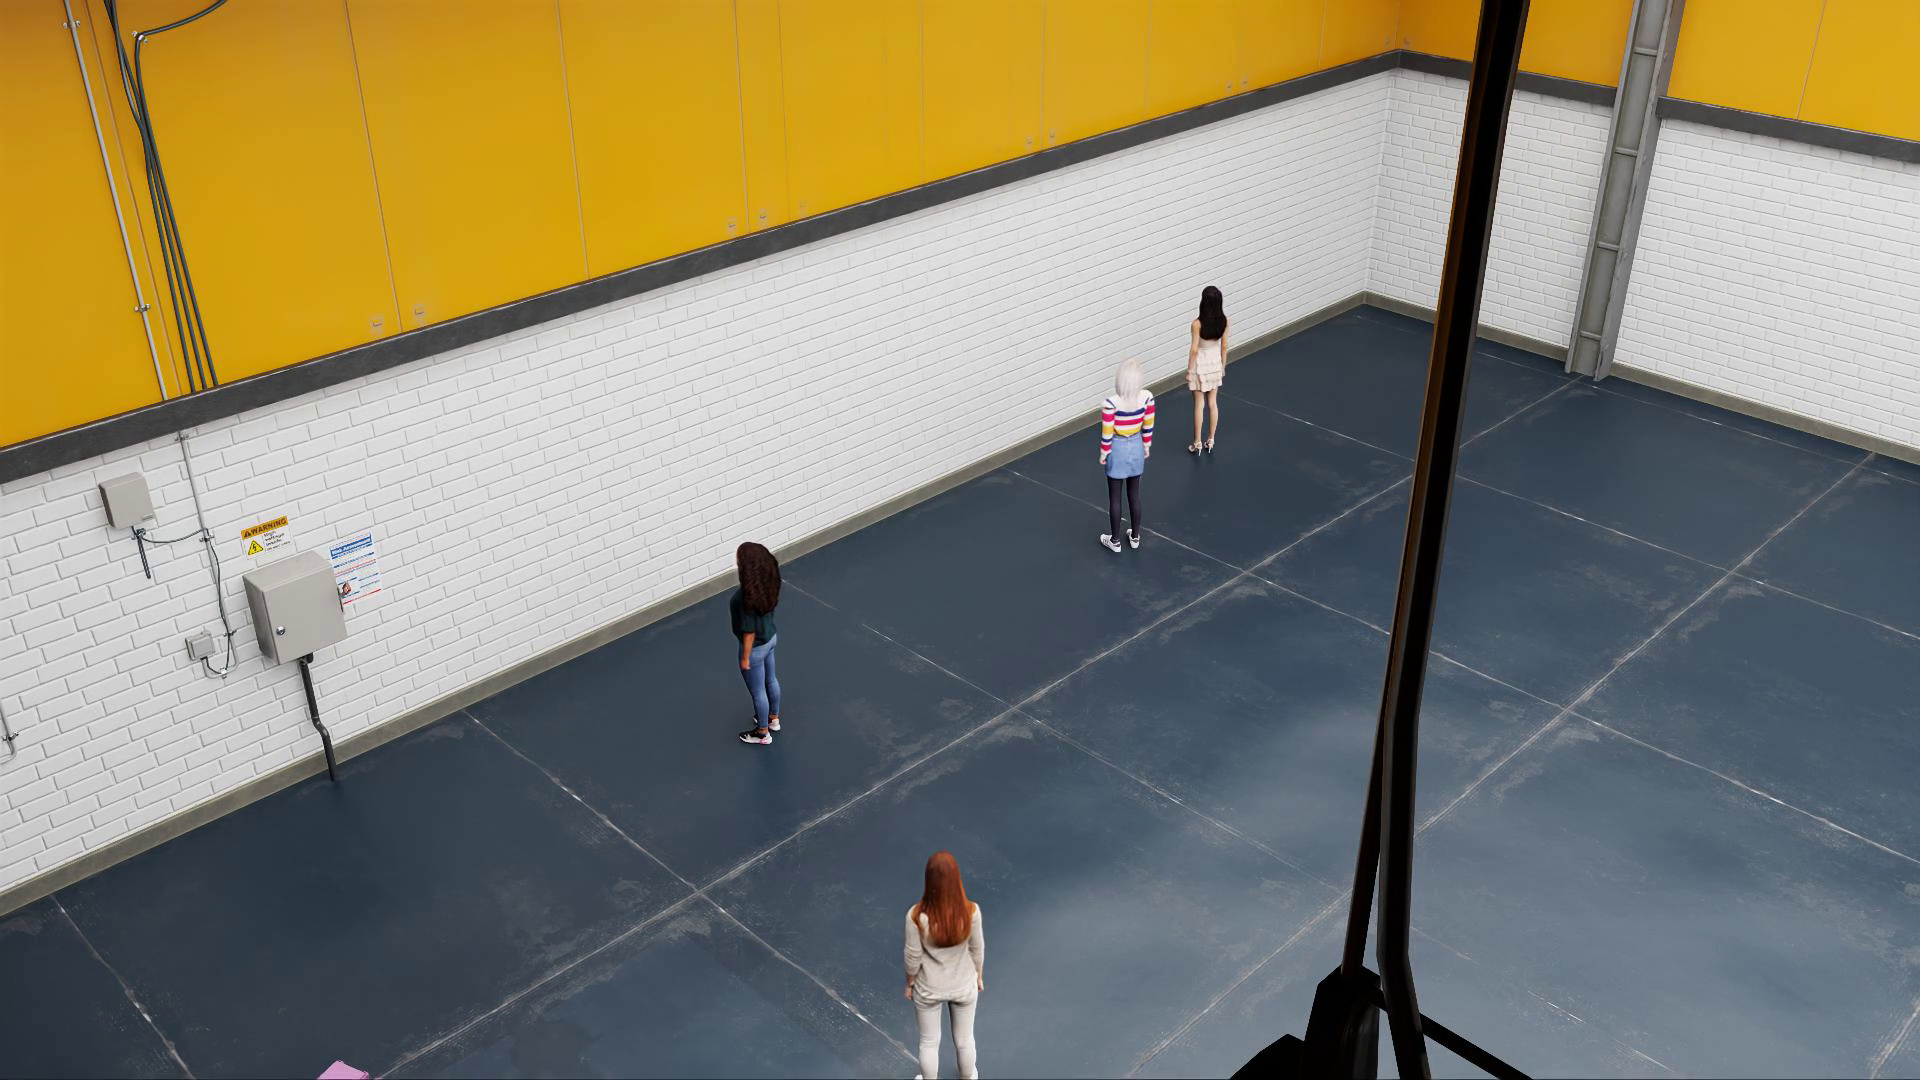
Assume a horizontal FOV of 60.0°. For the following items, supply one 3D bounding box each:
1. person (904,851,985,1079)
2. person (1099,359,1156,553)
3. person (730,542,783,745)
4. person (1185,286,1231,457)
[{"bbox_3d":[-0.079,2.376,8.906,0.687,1.713,0.724,-4,29,-8],"label":"person"},{"bbox_3d":[1.449,-0.748,14.534,0.723,1.809,0.683,-10,30,-18],"label":"person"},{"bbox_3d":[-1.461,0.735,12.014,0.719,1.617,0.694,10,30,18],"label":"person"},{"bbox_3d":[2.413,-1.655,16.273,0.653,1.736,0.660,-9,30,-17],"label":"person"}]
